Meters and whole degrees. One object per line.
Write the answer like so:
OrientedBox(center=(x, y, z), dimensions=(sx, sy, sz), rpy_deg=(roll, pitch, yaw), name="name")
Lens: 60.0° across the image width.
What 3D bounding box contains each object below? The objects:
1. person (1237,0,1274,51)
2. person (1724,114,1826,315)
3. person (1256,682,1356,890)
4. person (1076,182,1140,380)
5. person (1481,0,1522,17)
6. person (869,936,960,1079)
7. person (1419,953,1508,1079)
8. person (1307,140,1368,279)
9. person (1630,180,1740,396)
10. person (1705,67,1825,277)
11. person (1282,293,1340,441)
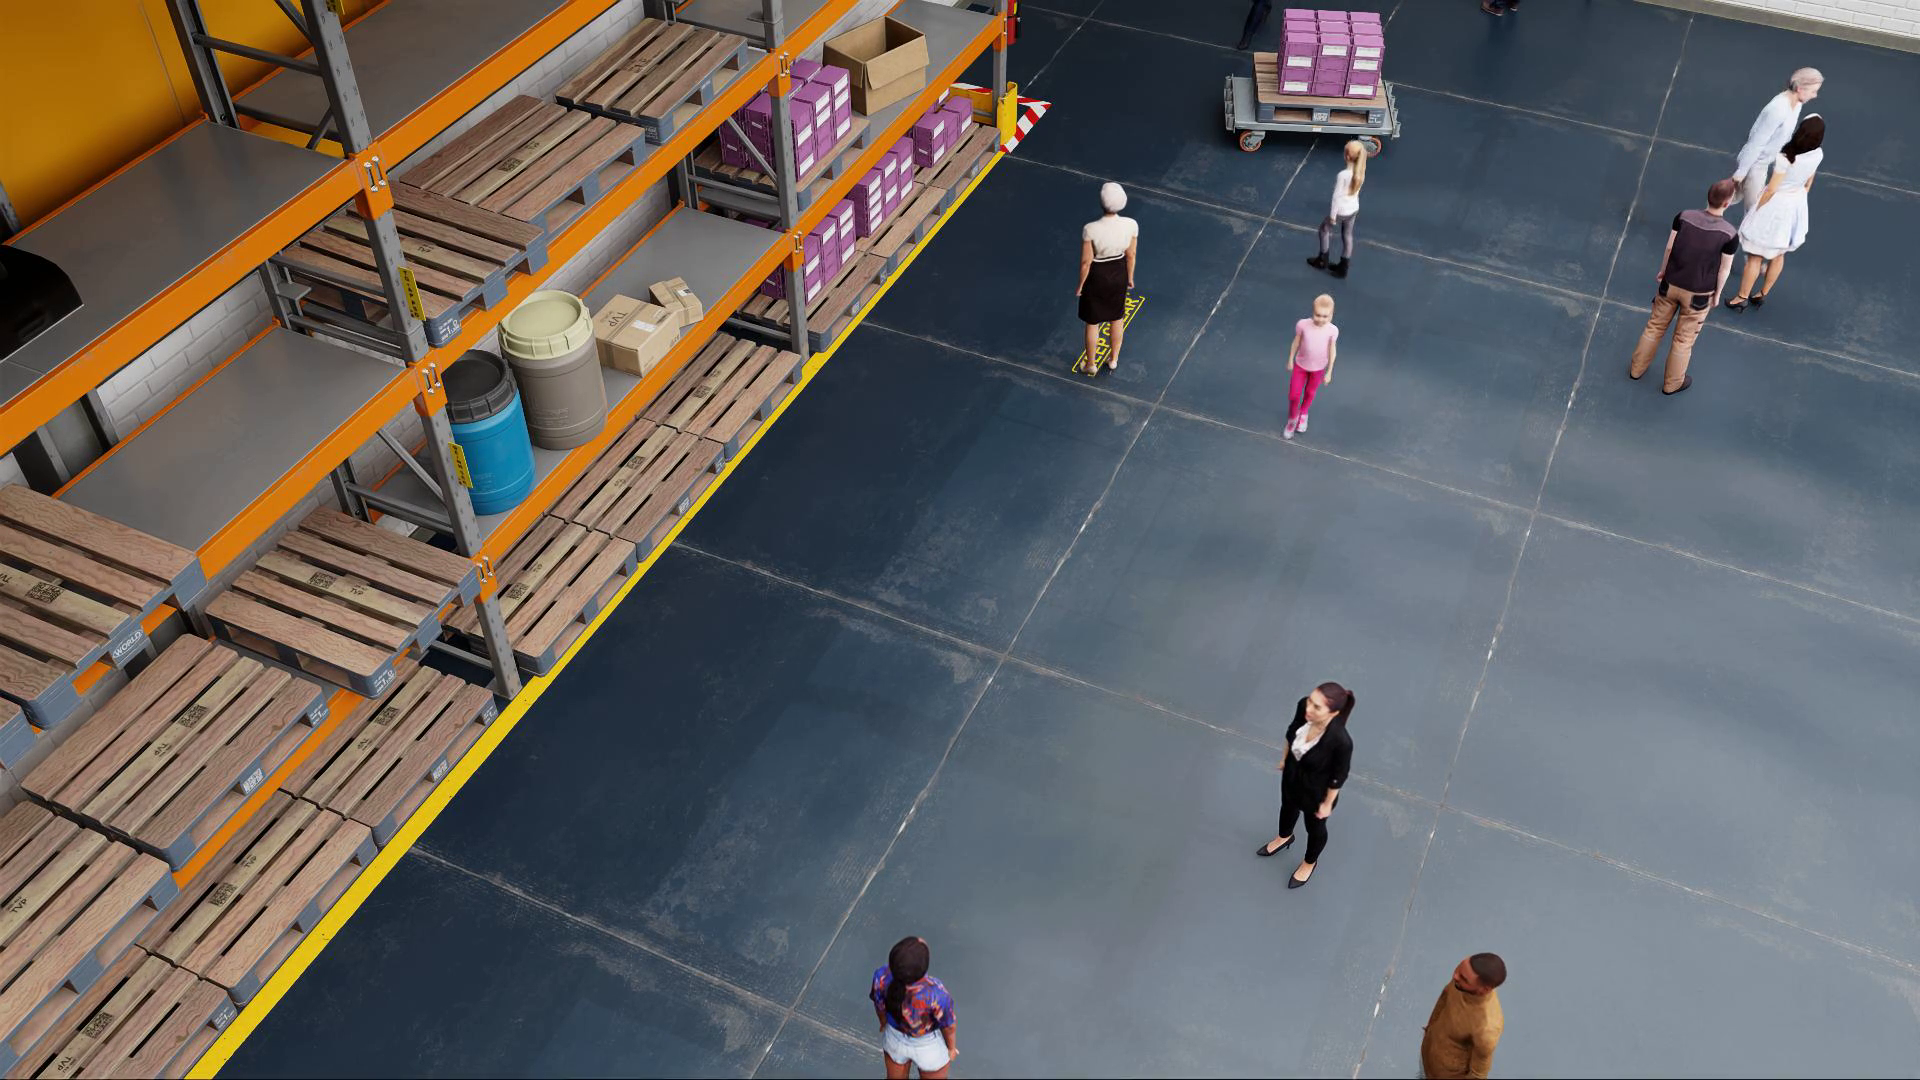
OrientedBox(center=(3.178, -6.116, 17.282), dimensions=(0.762, 1.853, 1.187), rpy_deg=(24, 49, 24), name="person")
OrientedBox(center=(6.737, -2.669, 13.689), dimensions=(0.851, 1.818, 0.900), rpy_deg=(-7, 44, -7), name="person")
OrientedBox(center=(2.021, 1.379, 9.554), dimensions=(0.723, 1.661, 0.689), rpy_deg=(-21, 47, -20), name="person")
OrientedBox(center=(1.143, -2.017, 13.051), dimensions=(0.713, 1.755, 0.745), rpy_deg=(-10, 44, -10), name="person")
OrientedBox(center=(5.980, -6.523, 17.714), dimensions=(0.847, 1.847, 0.940), rpy_deg=(-20, 47, -20), name="person")
OrientedBox(center=(-0.227, 2.507, 8.311), dimensions=(0.594, 1.743, 0.516), rpy_deg=(16, 46, 16), name="person")
OrientedBox(center=(2.427, 2.566, 8.196), dimensions=(0.779, 1.816, 0.633), rpy_deg=(-1, 44, -1), name="person")
OrientedBox(center=(3.333, -2.795, 14.222), dimensions=(0.653, 1.266, 0.698), rpy_deg=(-26, 49, -24), name="person")
OrientedBox(center=(5.668, -1.990, 12.961), dimensions=(0.726, 1.840, 0.760), rpy_deg=(-33, 53, -30), name="person")
OrientedBox(center=(6.716, -3.224, 14.257), dimensions=(1.128, 1.838, 0.964), rpy_deg=(-35, 53, -31), name="person")
OrientedBox(center=(2.692, -1.388, 12.750), dimensions=(0.553, 1.260, 0.622), rpy_deg=(10, 44, 10), name="person")
